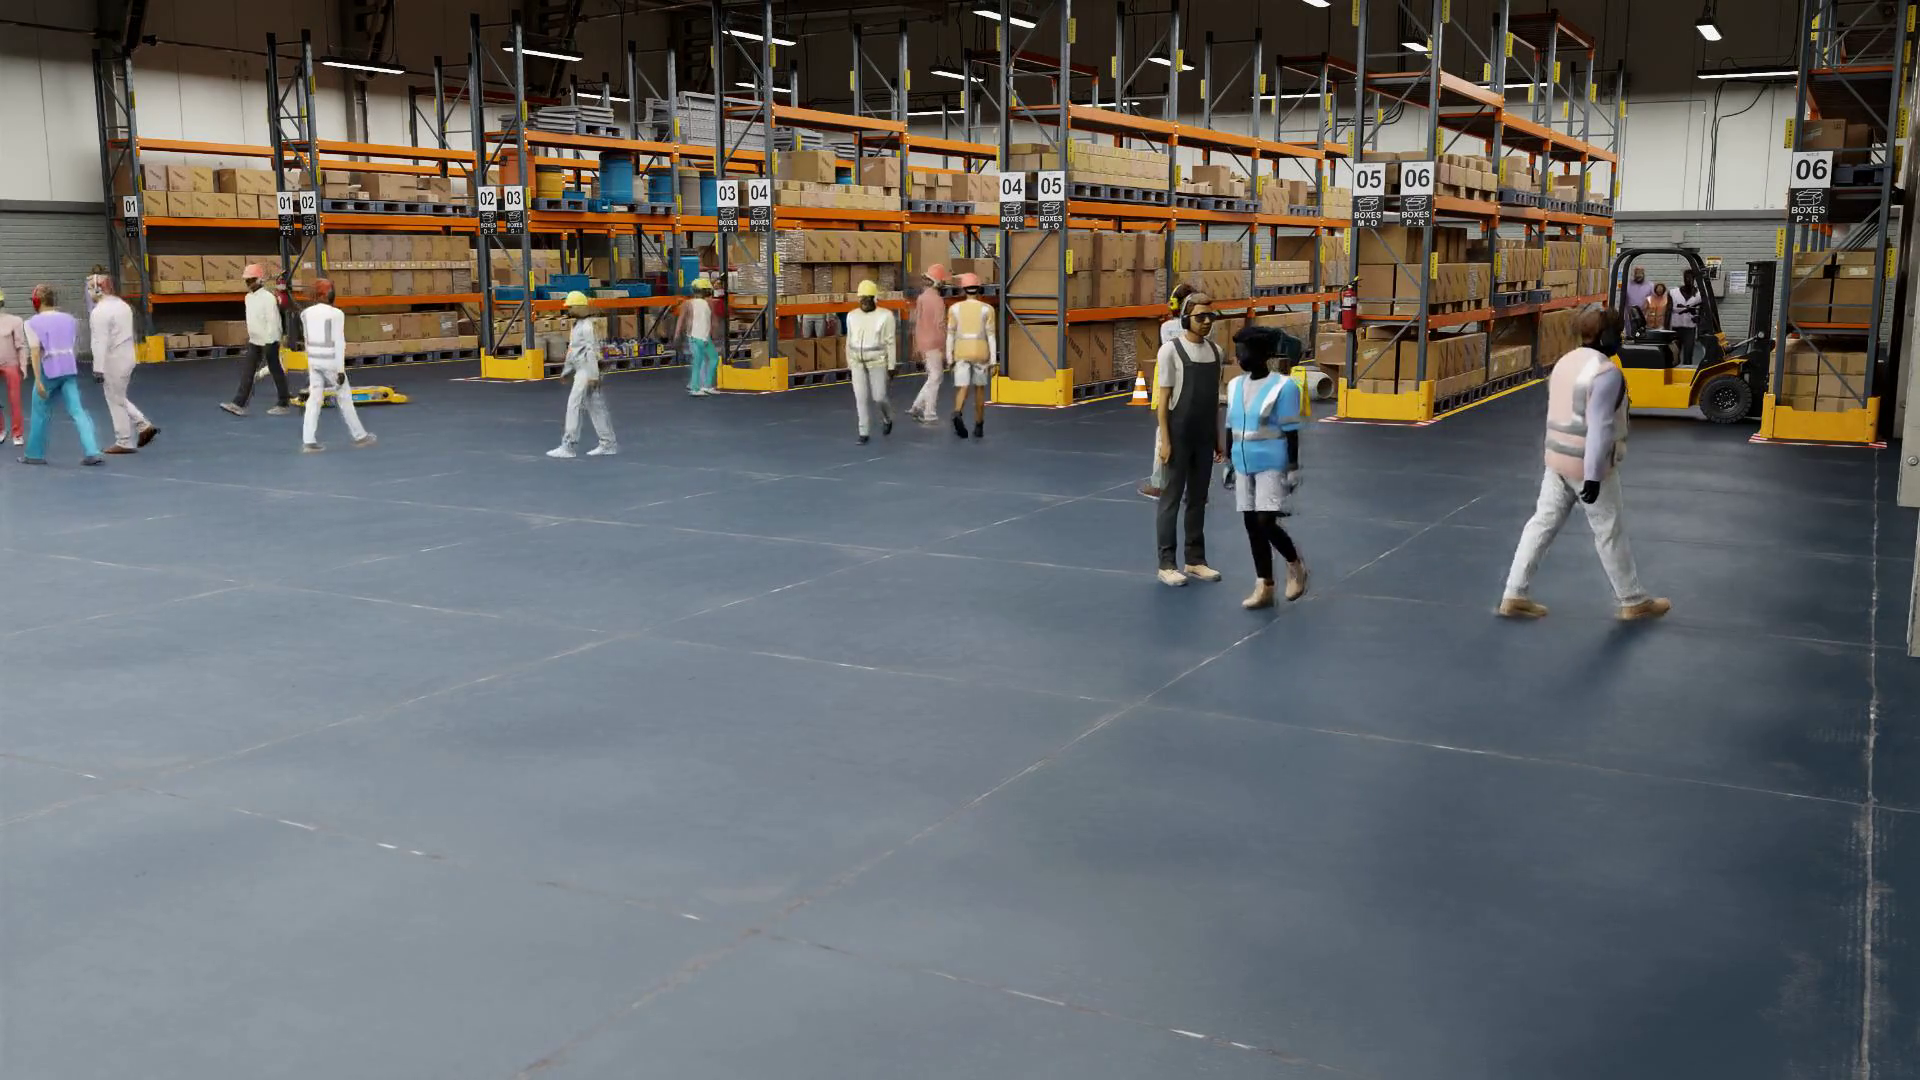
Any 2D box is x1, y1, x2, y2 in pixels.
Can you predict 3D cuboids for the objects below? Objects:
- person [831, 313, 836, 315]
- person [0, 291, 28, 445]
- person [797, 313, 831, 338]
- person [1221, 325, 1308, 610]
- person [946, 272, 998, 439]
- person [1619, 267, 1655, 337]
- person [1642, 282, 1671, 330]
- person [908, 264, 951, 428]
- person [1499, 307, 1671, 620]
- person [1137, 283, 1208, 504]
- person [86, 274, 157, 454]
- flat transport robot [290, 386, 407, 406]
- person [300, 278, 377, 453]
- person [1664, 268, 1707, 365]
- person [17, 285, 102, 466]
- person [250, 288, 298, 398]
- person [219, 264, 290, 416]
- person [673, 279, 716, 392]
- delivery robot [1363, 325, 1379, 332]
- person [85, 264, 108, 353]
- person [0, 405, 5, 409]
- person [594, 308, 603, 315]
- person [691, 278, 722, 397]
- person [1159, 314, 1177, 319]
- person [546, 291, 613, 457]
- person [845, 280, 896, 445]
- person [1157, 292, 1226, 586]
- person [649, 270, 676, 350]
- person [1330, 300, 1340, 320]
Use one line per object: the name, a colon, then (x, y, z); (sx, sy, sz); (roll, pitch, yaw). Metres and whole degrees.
person: (-3.413, -6.398, 44.954); (0.520, 1.599, 0.761); (-4, 10, -21)
person: (-10.422, -1.879, 18.092); (0.555, 1.733, 0.578); (-3, 10, -17)
person: (-2.597, -3.930, 29.575); (0.625, 1.933, 0.359); (0, 10, 0)
person: (1.777, -0.426, 9.787); (0.402, 1.669, 0.531); (-7, 12, -37)
person: (0.125, -2.079, 18.854); (0.586, 1.901, 0.831); (1, 10, 5)
person: (13.426, -4.477, 32.996); (0.662, 1.864, 0.983); (4, 11, 24)
person: (12.803, -3.937, 30.563); (0.505, 1.612, 0.788); (6, 11, 32)
person: (-0.308, -2.329, 20.066); (0.420, 1.976, 0.606); (-4, 10, -22)
person: (3.559, -0.421, 9.463); (0.975, 1.788, 0.647); (-2, 10, -9)
person: (1.807, -1.228, 14.000); (0.567, 1.834, 0.869); (-5, 11, -28)
person: (-8.844, -1.836, 17.427); (0.451, 1.886, 0.670); (-1, 10, -5)
flat transport robot: (-8.534, -2.014, 23.206); (1.431, 0.197, 0.652); (-6, 12, -33)
person: (-6.726, -1.868, 17.783); (0.597, 1.834, 0.919); (4, 10, 21)
person: (11.583, -3.396, 26.585); (0.592, 1.888, 0.897); (5, 11, 26)
person: (-8.952, -1.618, 16.447); (0.983, 1.798, 0.571); (5, 11, 25)
person: (-10.070, -2.857, 24.226); (0.606, 1.617, 0.507); (-1, 10, -6)
person: (-9.128, -2.561, 21.475); (0.647, 1.950, 0.962); (6, 11, 31)
person: (-4.075, -3.115, 25.383); (0.639, 1.715, 0.796); (-8, 13, -40)
delivery robot: (9.384, -4.640, 37.474); (0.707, 0.478, 0.477); (-1, 10, -6)
person: (-14.836, -3.798, 28.778); (0.632, 1.940, 0.372); (6, 11, 31)
person: (-12.958, -2.494, 22.105); (0.499, 1.599, 0.700); (6, 11, 32)
person: (-8.504, -5.643, 39.494); (0.612, 1.965, 0.361); (8, 13, 41)
person: (-3.734, -2.989, 24.566); (0.553, 1.745, 0.554); (-4, 11, -25)
person: (4.292, -4.572, 33.420); (0.664, 1.895, 0.492); (6, 12, 33)
person: (-3.984, -1.702, 17.187); (0.822, 1.710, 0.498); (-4, 11, -23)
person: (-0.980, -1.969, 18.416); (0.595, 1.814, 0.620); (3, 10, 19)
person: (1.469, -0.638, 10.547); (0.507, 1.847, 0.343); (-6, 11, -32)
person: (-6.216, -4.726, 34.622); (0.578, 1.805, 0.848); (4, 11, 24)
person: (8.987, -5.610, 39.644); (0.605, 1.853, 0.548); (2, 10, 13)
